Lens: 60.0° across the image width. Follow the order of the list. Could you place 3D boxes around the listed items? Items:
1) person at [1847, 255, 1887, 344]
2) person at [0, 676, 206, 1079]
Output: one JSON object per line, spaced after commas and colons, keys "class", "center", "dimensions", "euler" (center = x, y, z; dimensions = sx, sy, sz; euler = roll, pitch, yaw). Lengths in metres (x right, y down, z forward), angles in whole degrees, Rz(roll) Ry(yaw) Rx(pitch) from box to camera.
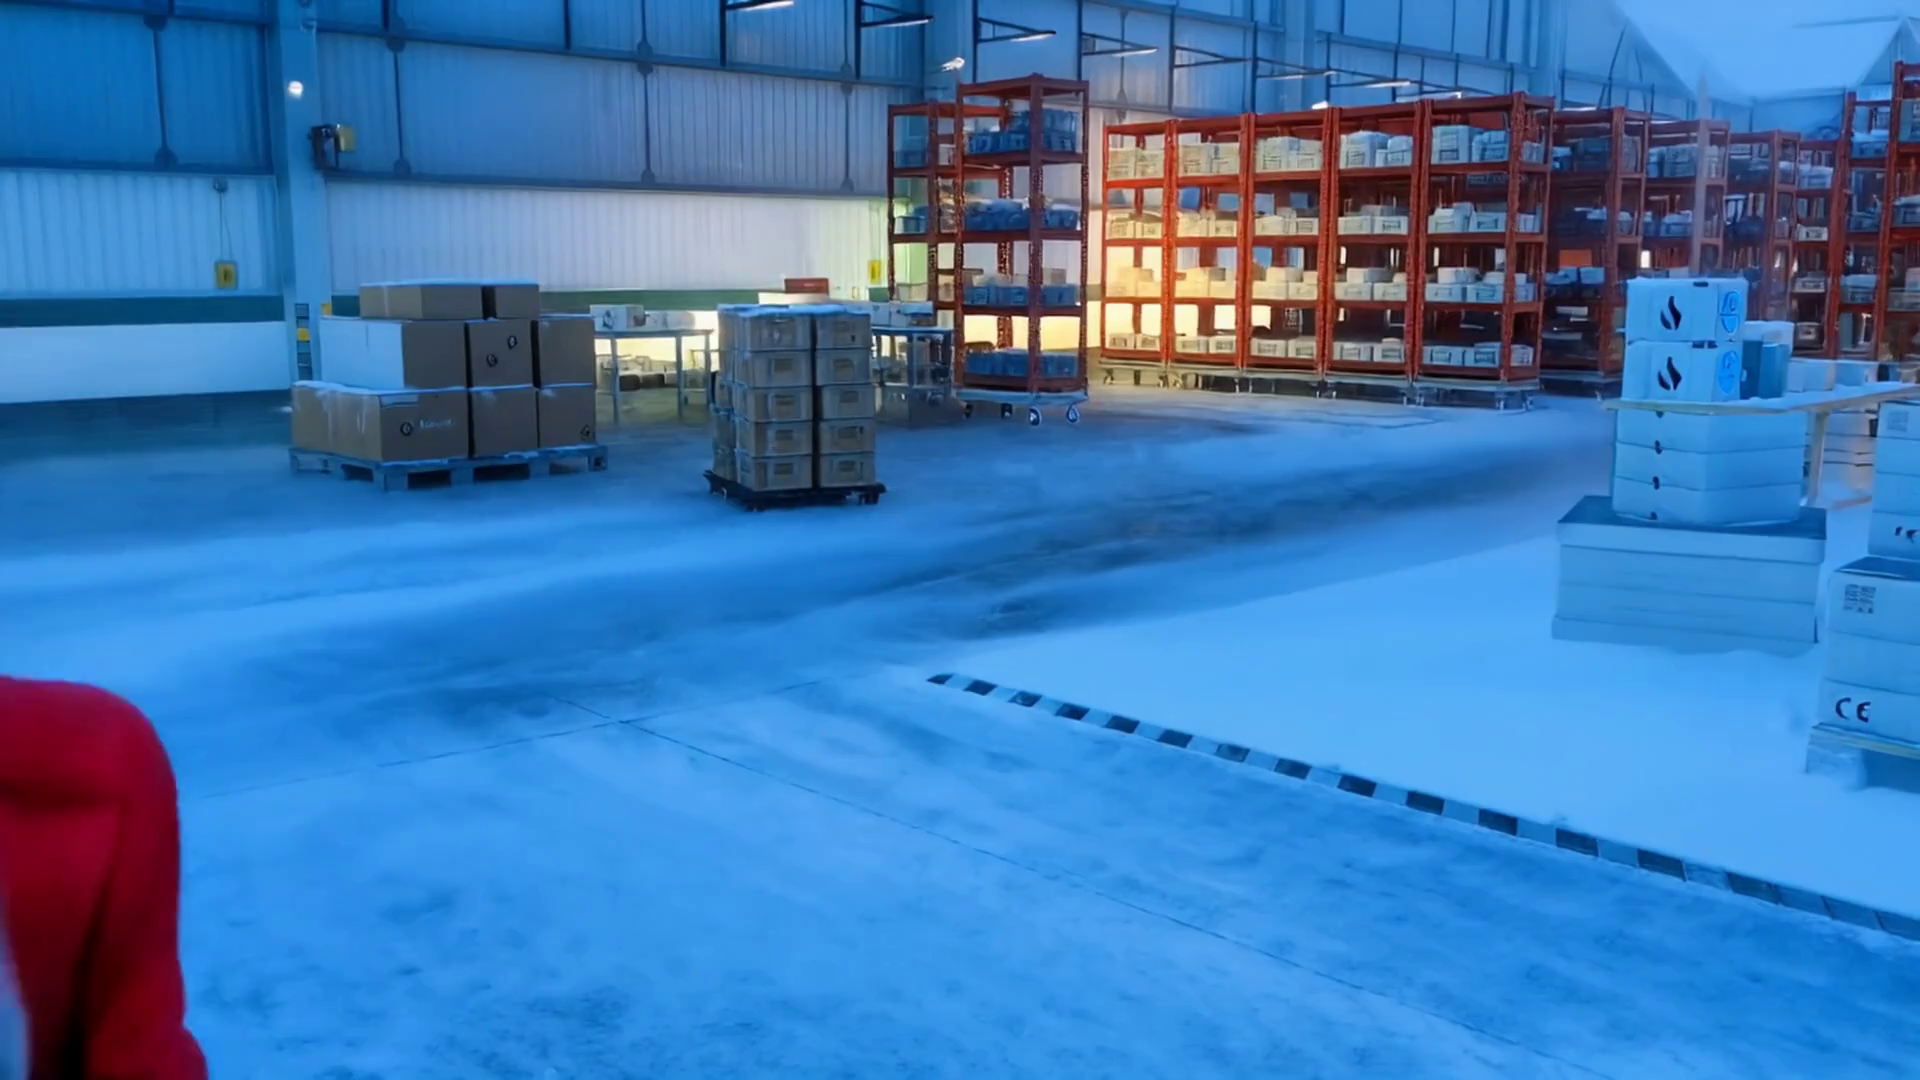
{"class": "person", "center": [13.923, -3.442, 25.496], "dimensions": [0.610, 1.811, 0.466], "euler": [9, 13, 43]}
{"class": "person", "center": [-0.659, 0.671, 0.985], "dimensions": [0.684, 1.742, 0.546], "euler": [9, 13, 44]}
